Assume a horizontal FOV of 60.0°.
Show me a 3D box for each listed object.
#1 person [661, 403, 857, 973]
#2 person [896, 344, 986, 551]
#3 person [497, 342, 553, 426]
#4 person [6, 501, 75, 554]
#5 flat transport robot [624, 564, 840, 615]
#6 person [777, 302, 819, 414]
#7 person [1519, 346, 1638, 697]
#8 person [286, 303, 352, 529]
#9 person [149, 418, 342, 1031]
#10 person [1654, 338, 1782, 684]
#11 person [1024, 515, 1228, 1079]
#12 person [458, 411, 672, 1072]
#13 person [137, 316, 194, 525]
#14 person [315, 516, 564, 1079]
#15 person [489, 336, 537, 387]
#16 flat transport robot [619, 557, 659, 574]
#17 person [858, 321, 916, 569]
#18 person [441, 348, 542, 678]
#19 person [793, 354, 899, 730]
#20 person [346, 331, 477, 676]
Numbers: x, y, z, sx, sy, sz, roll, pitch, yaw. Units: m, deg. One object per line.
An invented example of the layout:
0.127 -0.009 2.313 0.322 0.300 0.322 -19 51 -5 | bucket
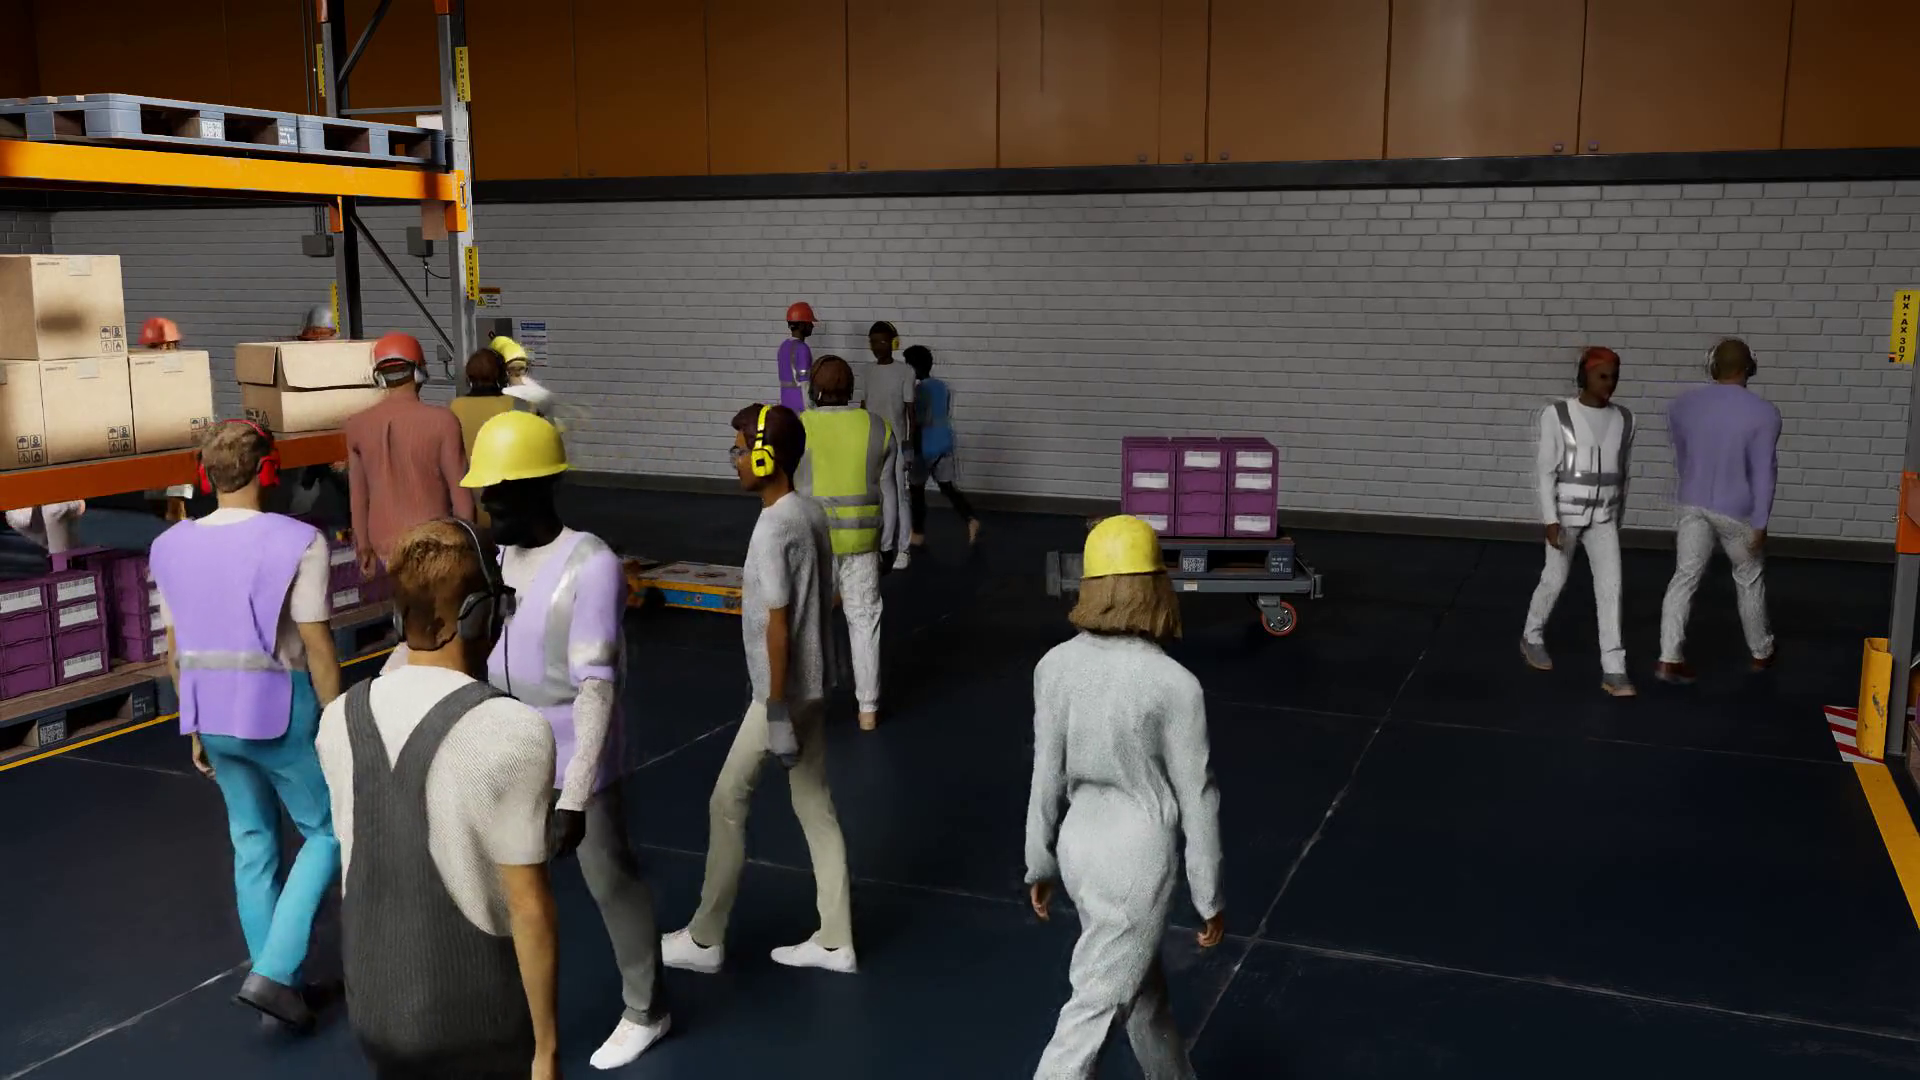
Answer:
-0.680 0.485 5.326 0.782 1.843 0.523 3 10 17 | person
-0.185 -0.723 13.159 0.786 1.652 0.557 7 11 35 | person
-3.015 -0.509 11.615 0.536 1.743 0.673 -8 12 -40 | person
-6.192 -0.523 11.278 0.660 1.884 0.448 3 10 20 | person
-1.571 0.330 10.993 1.431 0.197 0.652 5 10 26 | flat transport robot
-1.457 -1.202 15.230 0.362 1.939 0.543 -5 11 -29 | person
3.379 -0.132 9.050 0.584 1.846 0.933 -1 9 -7 | person
-4.610 -0.755 12.217 0.694 2.000 0.981 4 10 20 | person
-2.058 0.559 4.889 0.581 1.827 0.427 2 10 12 | person
4.166 -0.157 9.123 1.015 1.889 0.621 -9 13 -42 | person
0.367 0.785 3.958 0.932 1.681 0.507 -8 12 -40 | person
-1.157 0.602 4.459 0.612 1.876 0.964 8 12 39 | person
-5.595 -0.636 11.866 0.554 1.922 0.725 2 10 10 | person
-0.928 0.872 3.017 0.514 1.822 0.443 3 10 18 | person
-3.517 -0.700 12.817 0.887 1.727 0.527 8 12 39 | person
-2.835 0.218 11.673 1.431 0.197 0.652 6 11 31 | flat transport robot
-0.566 -0.711 12.504 0.509 1.860 0.316 5 10 26 | person
-2.542 -0.127 9.042 0.648 1.829 0.482 0 9 -2 | person
-0.610 0.026 8.082 0.626 1.847 0.429 -2 10 -14 | person
-2.637 0.000 7.890 0.637 1.961 0.873 3 10 17 | person
